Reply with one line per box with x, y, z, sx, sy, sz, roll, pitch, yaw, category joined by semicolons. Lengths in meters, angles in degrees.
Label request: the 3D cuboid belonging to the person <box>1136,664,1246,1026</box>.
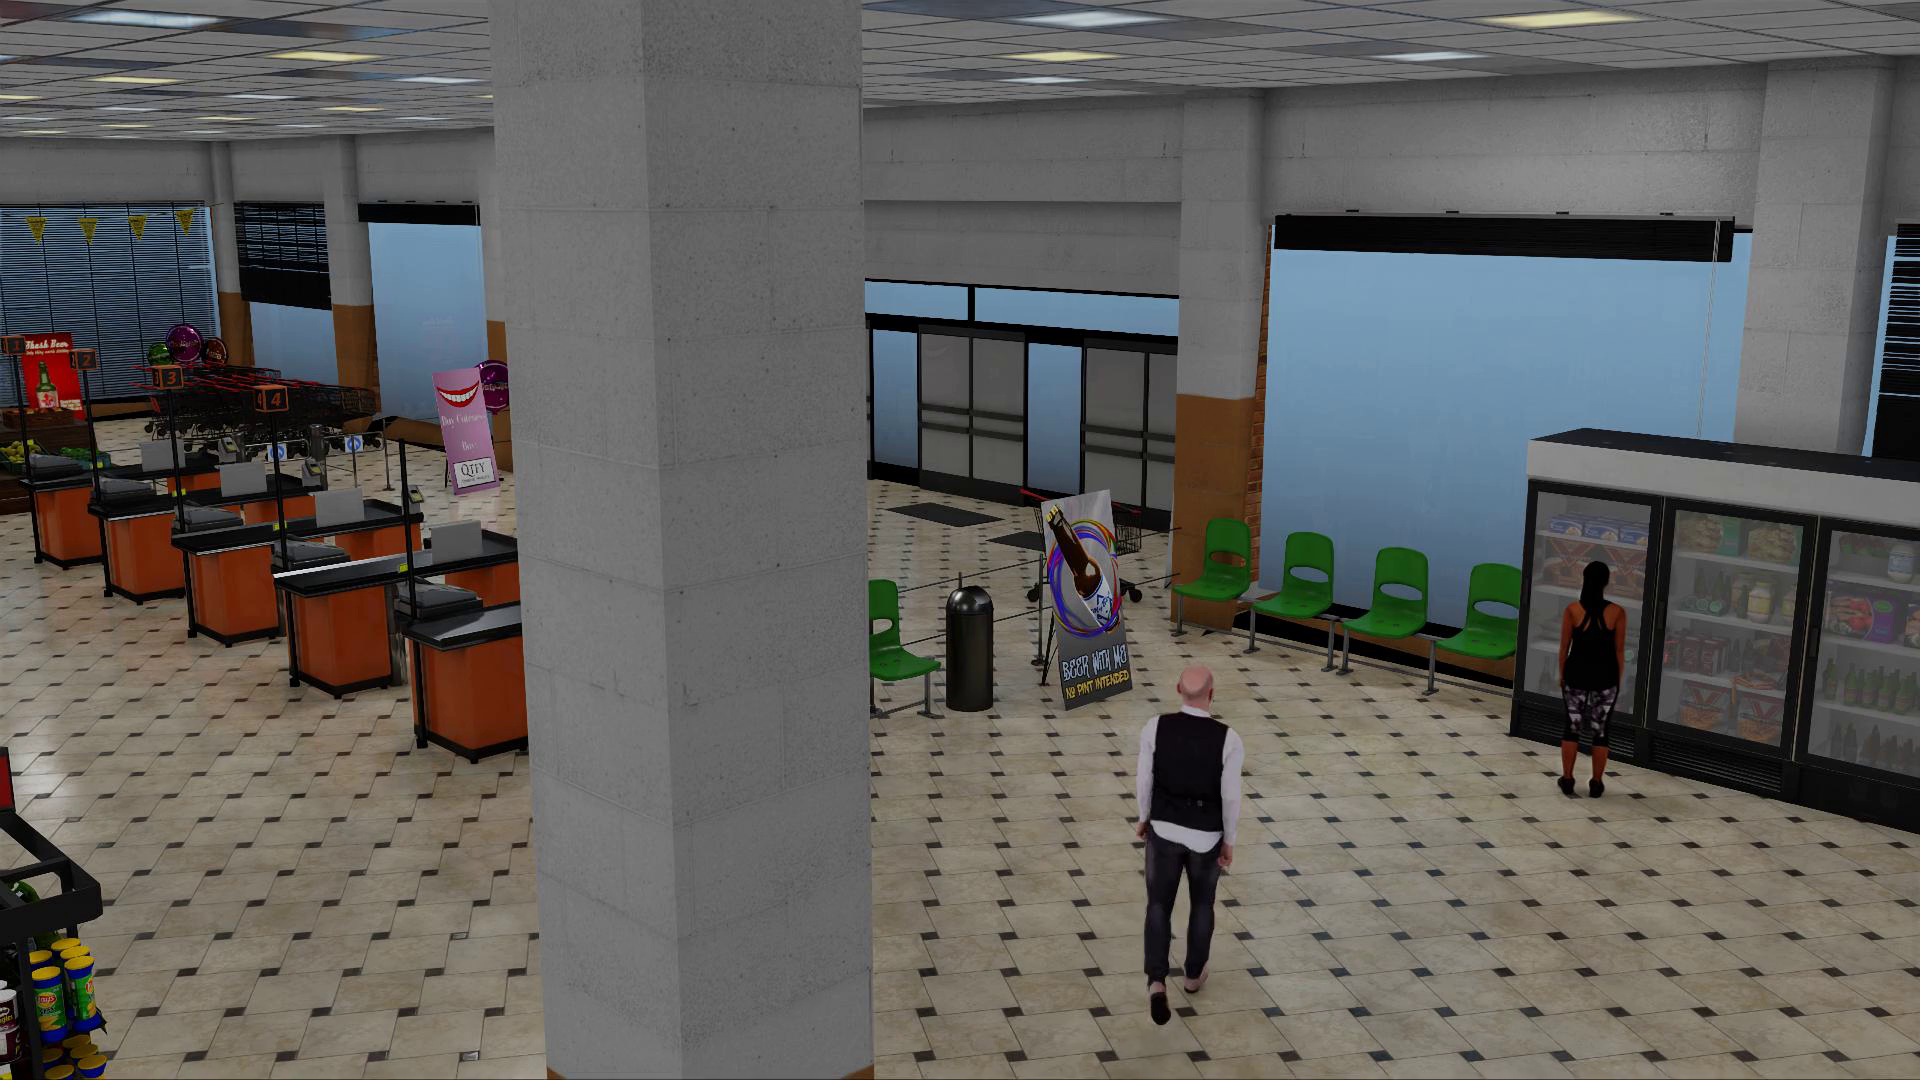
1.108;1.534;8.309;1.070;1.796;1.265;3;12;14;person

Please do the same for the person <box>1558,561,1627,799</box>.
4.344;0.941;11.449;0.634;1.662;0.620;5;13;24;person
